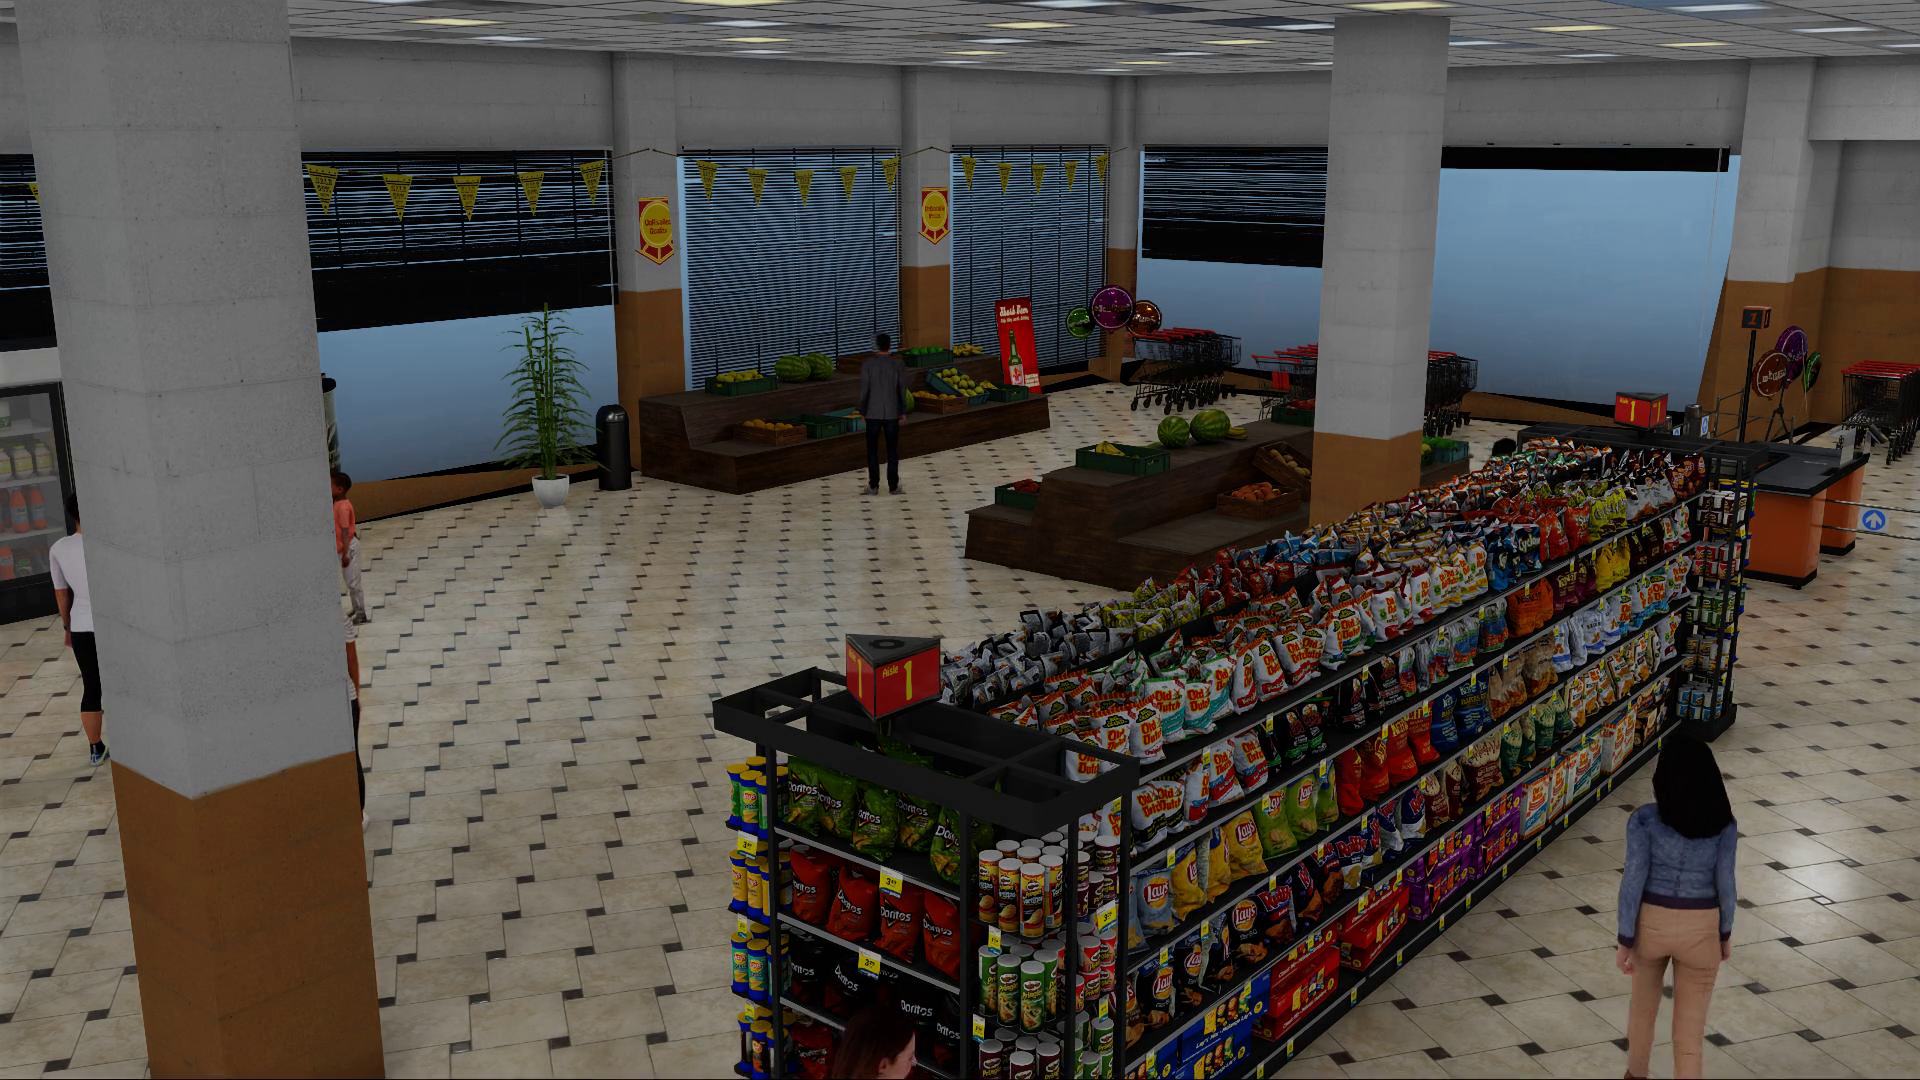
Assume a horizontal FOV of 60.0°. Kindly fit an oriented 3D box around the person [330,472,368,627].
[{"bbox_3d":[-5.179,0.067,14.071,0.554,1.307,0.533,-7,15,-26],"label":"person"}]

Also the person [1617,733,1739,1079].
[{"bbox_3d":[2.850,1.657,6.599,0.891,1.740,1.228,5,14,19],"label":"person"}]

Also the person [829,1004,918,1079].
[{"bbox_3d":[-0.412,2.143,4.814,1.072,1.637,1.133,1,14,6],"label":"person"}]

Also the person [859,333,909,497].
[{"bbox_3d":[-0.891,-1.451,19.137,0.794,1.870,0.872,-1,14,-4],"label":"person"}]
